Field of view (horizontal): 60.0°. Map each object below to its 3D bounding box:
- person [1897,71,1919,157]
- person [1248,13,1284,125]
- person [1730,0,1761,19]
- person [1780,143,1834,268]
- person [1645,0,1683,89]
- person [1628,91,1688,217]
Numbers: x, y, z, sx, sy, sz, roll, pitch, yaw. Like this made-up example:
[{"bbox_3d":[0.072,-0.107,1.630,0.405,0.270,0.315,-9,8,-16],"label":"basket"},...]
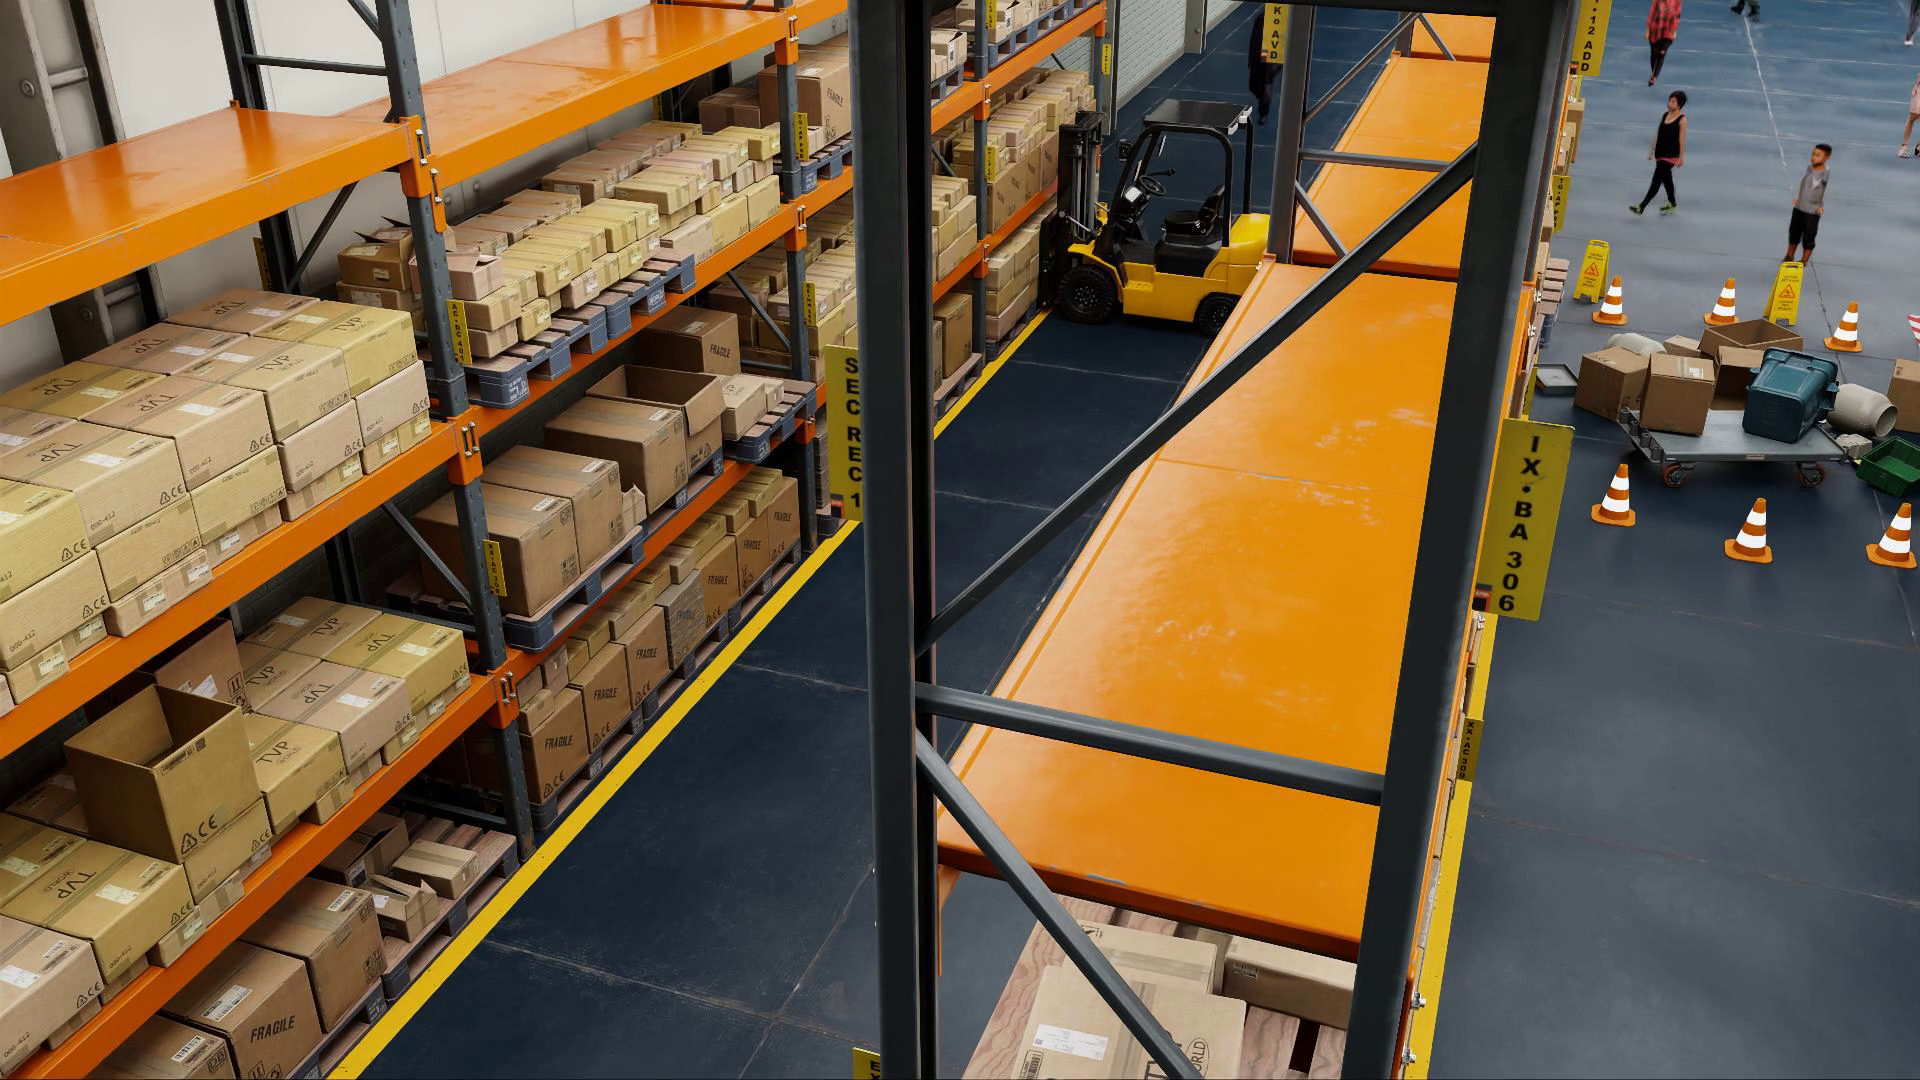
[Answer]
[{"bbox_3d":[13.314,-6.171,22.814,0.608,1.825,0.565,3,28,5],"label":"person"},{"bbox_3d":[4.558,-7.135,24.642,0.759,1.808,0.932,14,31,24],"label":"person"},{"bbox_3d":[15.143,-10.881,31.617,1.102,1.864,1.305,-6,29,-10],"label":"person"},{"bbox_3d":[9.614,-3.823,18.799,0.689,1.454,0.643,-14,31,-25],"label":"person"},{"bbox_3d":[11.230,-8.104,26.626,0.728,1.652,1.121,14,31,24],"label":"person"},{"bbox_3d":[8.751,-4.733,20.451,1.019,1.507,1.023,-9,29,-16],"label":"person"}]
